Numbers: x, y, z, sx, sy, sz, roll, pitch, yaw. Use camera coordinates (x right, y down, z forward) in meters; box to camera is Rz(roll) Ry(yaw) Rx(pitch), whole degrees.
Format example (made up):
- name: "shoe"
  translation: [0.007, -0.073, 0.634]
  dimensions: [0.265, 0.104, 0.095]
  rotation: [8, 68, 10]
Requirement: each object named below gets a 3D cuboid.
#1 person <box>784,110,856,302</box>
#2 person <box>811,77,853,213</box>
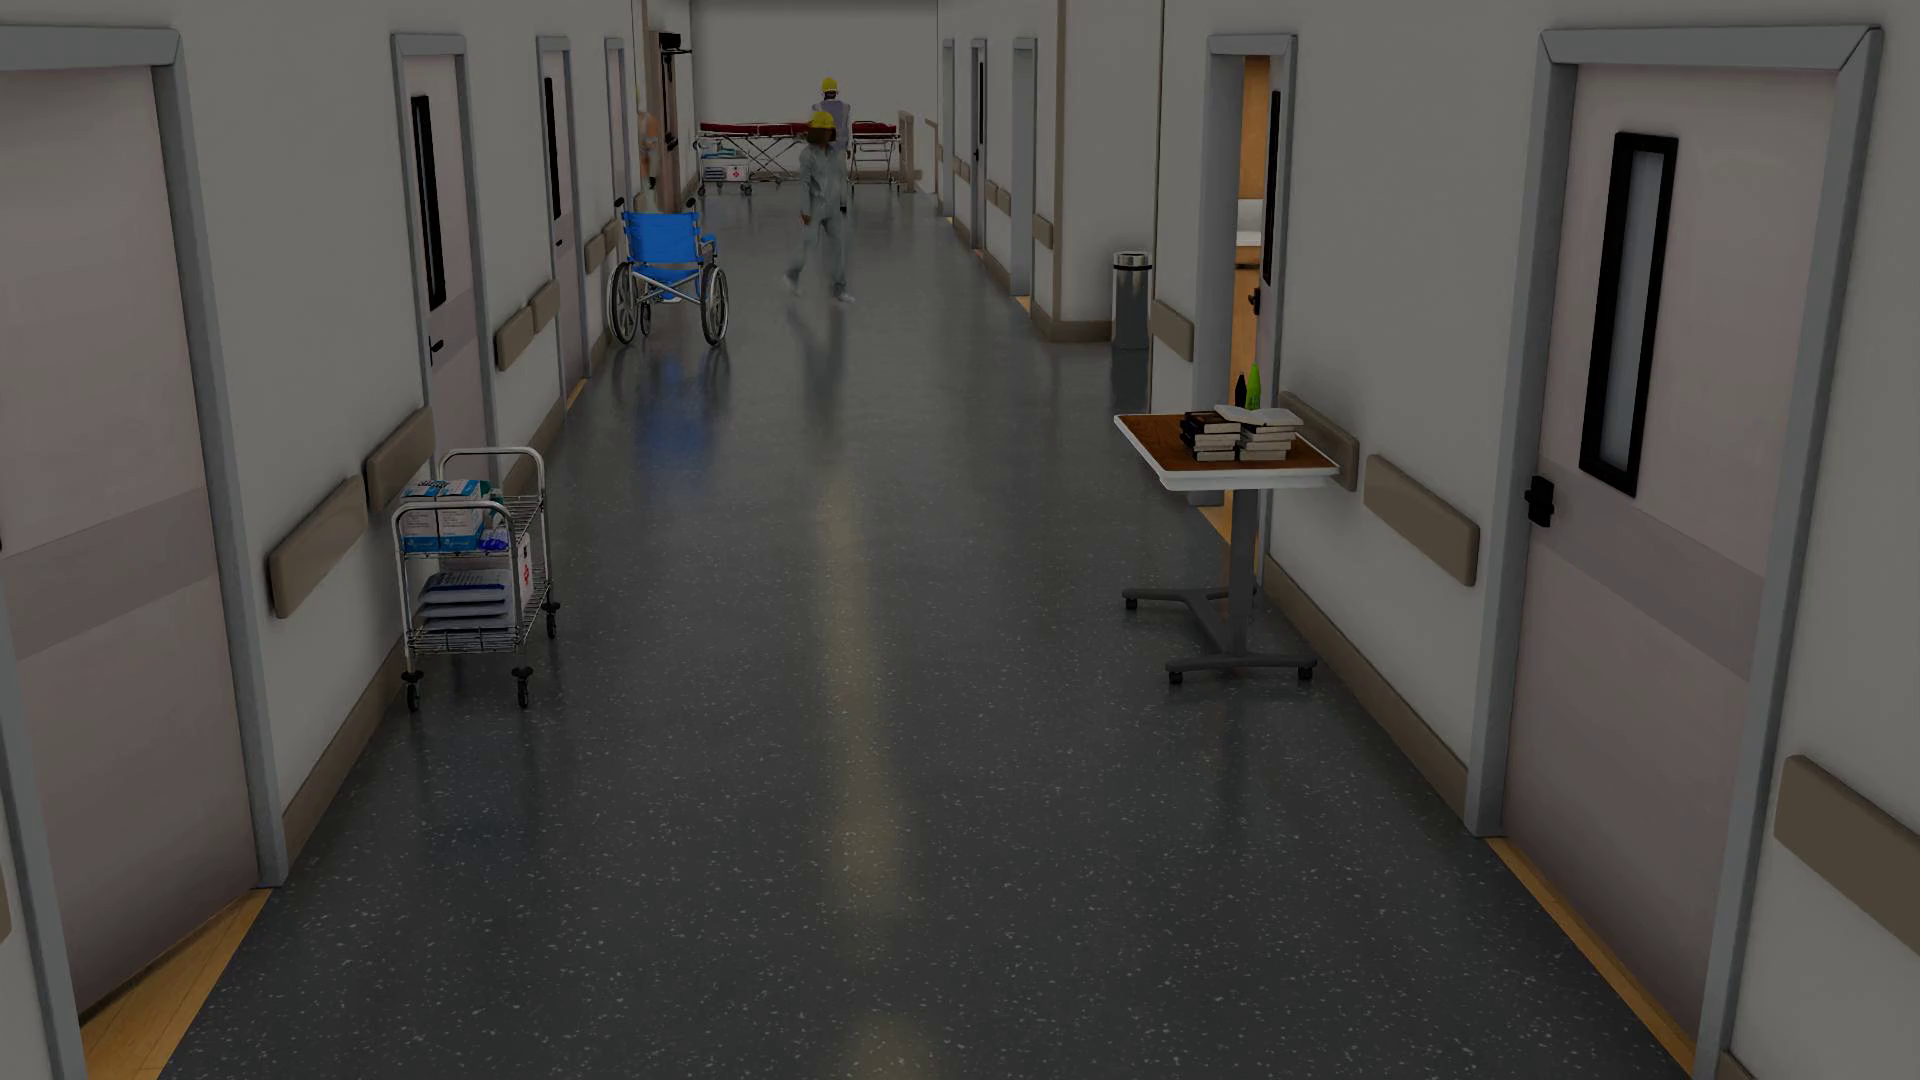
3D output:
- name: "person"
  translation: [-1.302, -3.051, 15.207]
  dimensions: [0.794, 1.718, 0.485]
  rotation: [15, 23, 42]
- name: "person"
  translation: [-1.779, -5.445, 22.997]
  dimensions: [0.591, 1.837, 0.403]
  rotation: [-6, 18, -18]
